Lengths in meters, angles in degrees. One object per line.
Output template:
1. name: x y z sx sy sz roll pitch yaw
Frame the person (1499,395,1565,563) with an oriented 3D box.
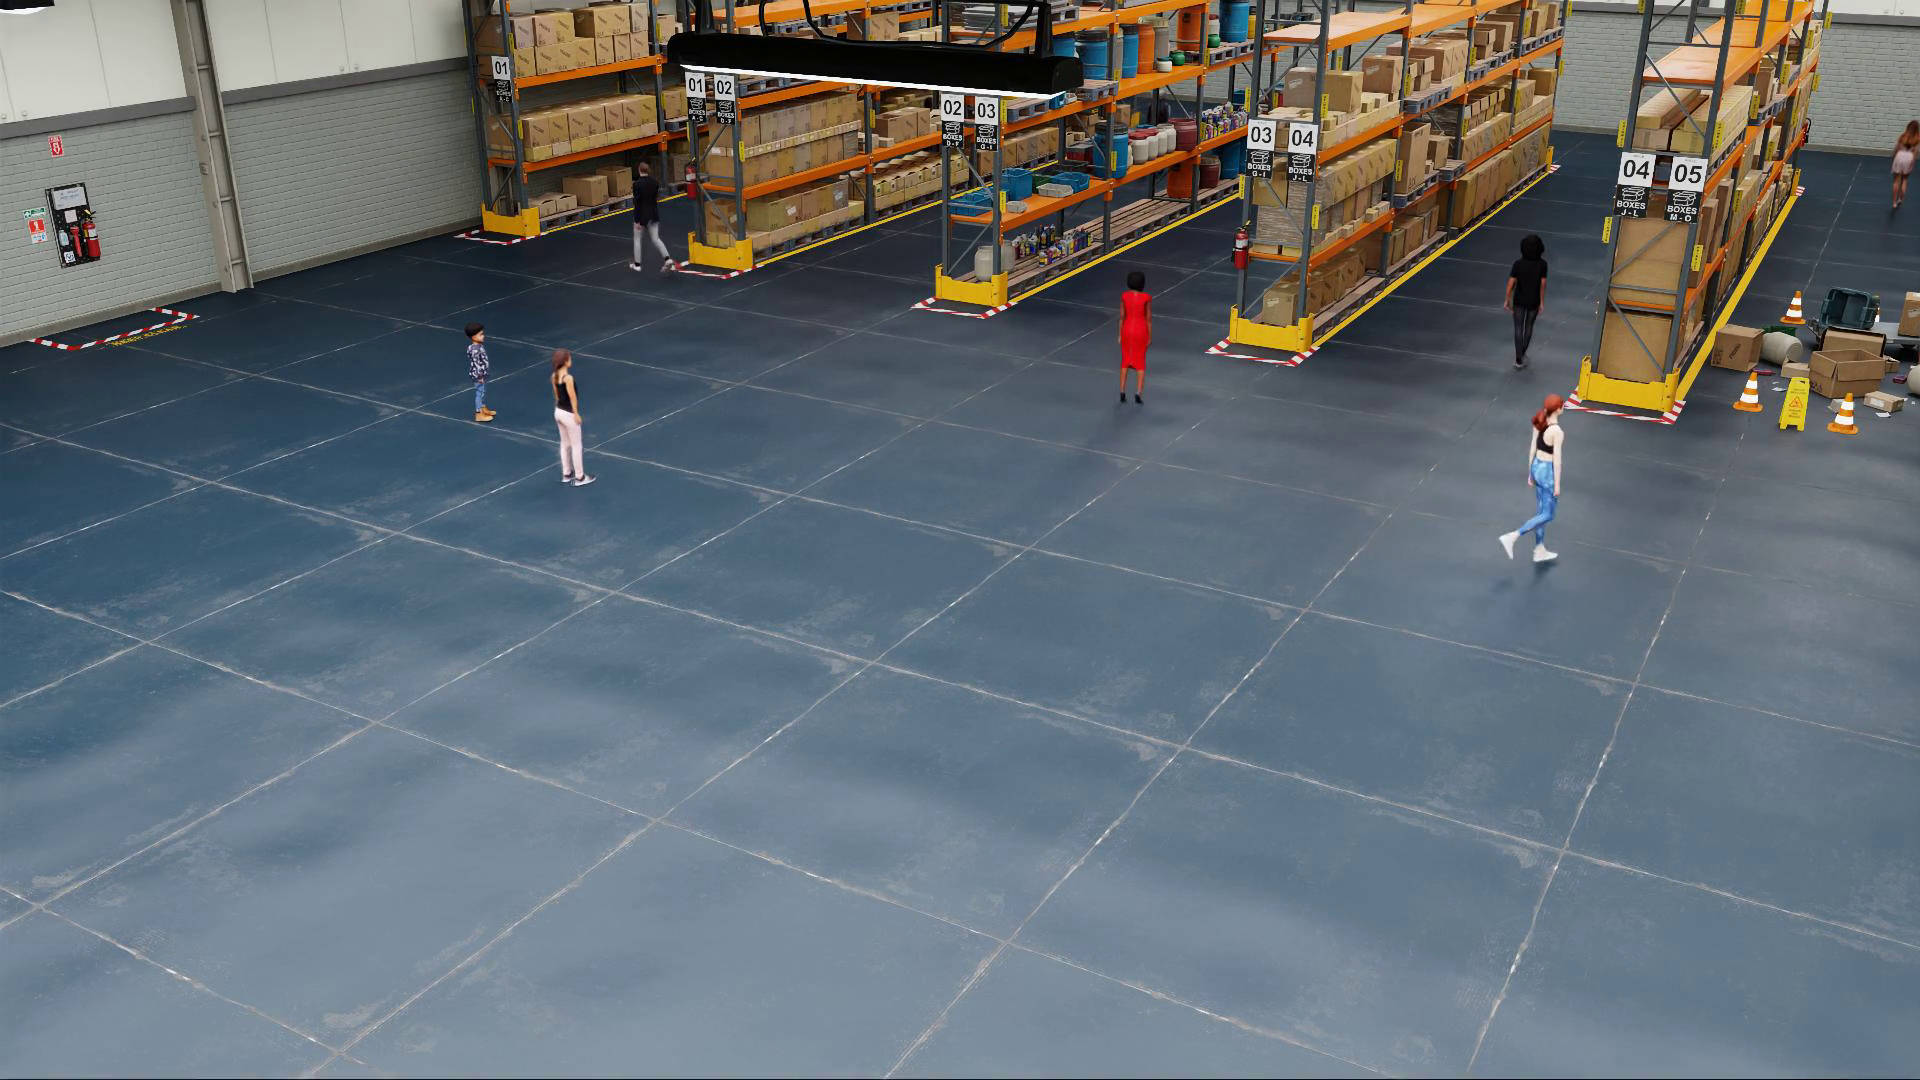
1. person: 5.754 -0.569 16.568 1.023 1.772 0.953 -7 24 -15

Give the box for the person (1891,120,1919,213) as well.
1. person: 18.302 -7.238 32.303 0.578 1.729 0.999 12 26 25

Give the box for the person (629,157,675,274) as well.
1. person: -5.127 -5.374 27.691 0.984 1.909 1.197 21 31 40

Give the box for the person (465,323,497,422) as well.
1. person: -6.037 -2.119 20.881 0.622 1.247 0.535 -1 23 -2

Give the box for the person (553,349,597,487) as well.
1. person: -4.433 -1.394 18.773 0.604 1.563 0.600 -21 31 -41

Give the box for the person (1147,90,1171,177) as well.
1. person: 4.204 -8.691 35.610 0.760 1.817 1.006 9 25 20

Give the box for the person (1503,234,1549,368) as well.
1. person: 7.786 -3.269 22.863 0.882 1.814 1.071 4 23 9

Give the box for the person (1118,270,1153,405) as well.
1. person: 2.250 -2.612 21.411 0.617 1.740 0.569 8 24 18
